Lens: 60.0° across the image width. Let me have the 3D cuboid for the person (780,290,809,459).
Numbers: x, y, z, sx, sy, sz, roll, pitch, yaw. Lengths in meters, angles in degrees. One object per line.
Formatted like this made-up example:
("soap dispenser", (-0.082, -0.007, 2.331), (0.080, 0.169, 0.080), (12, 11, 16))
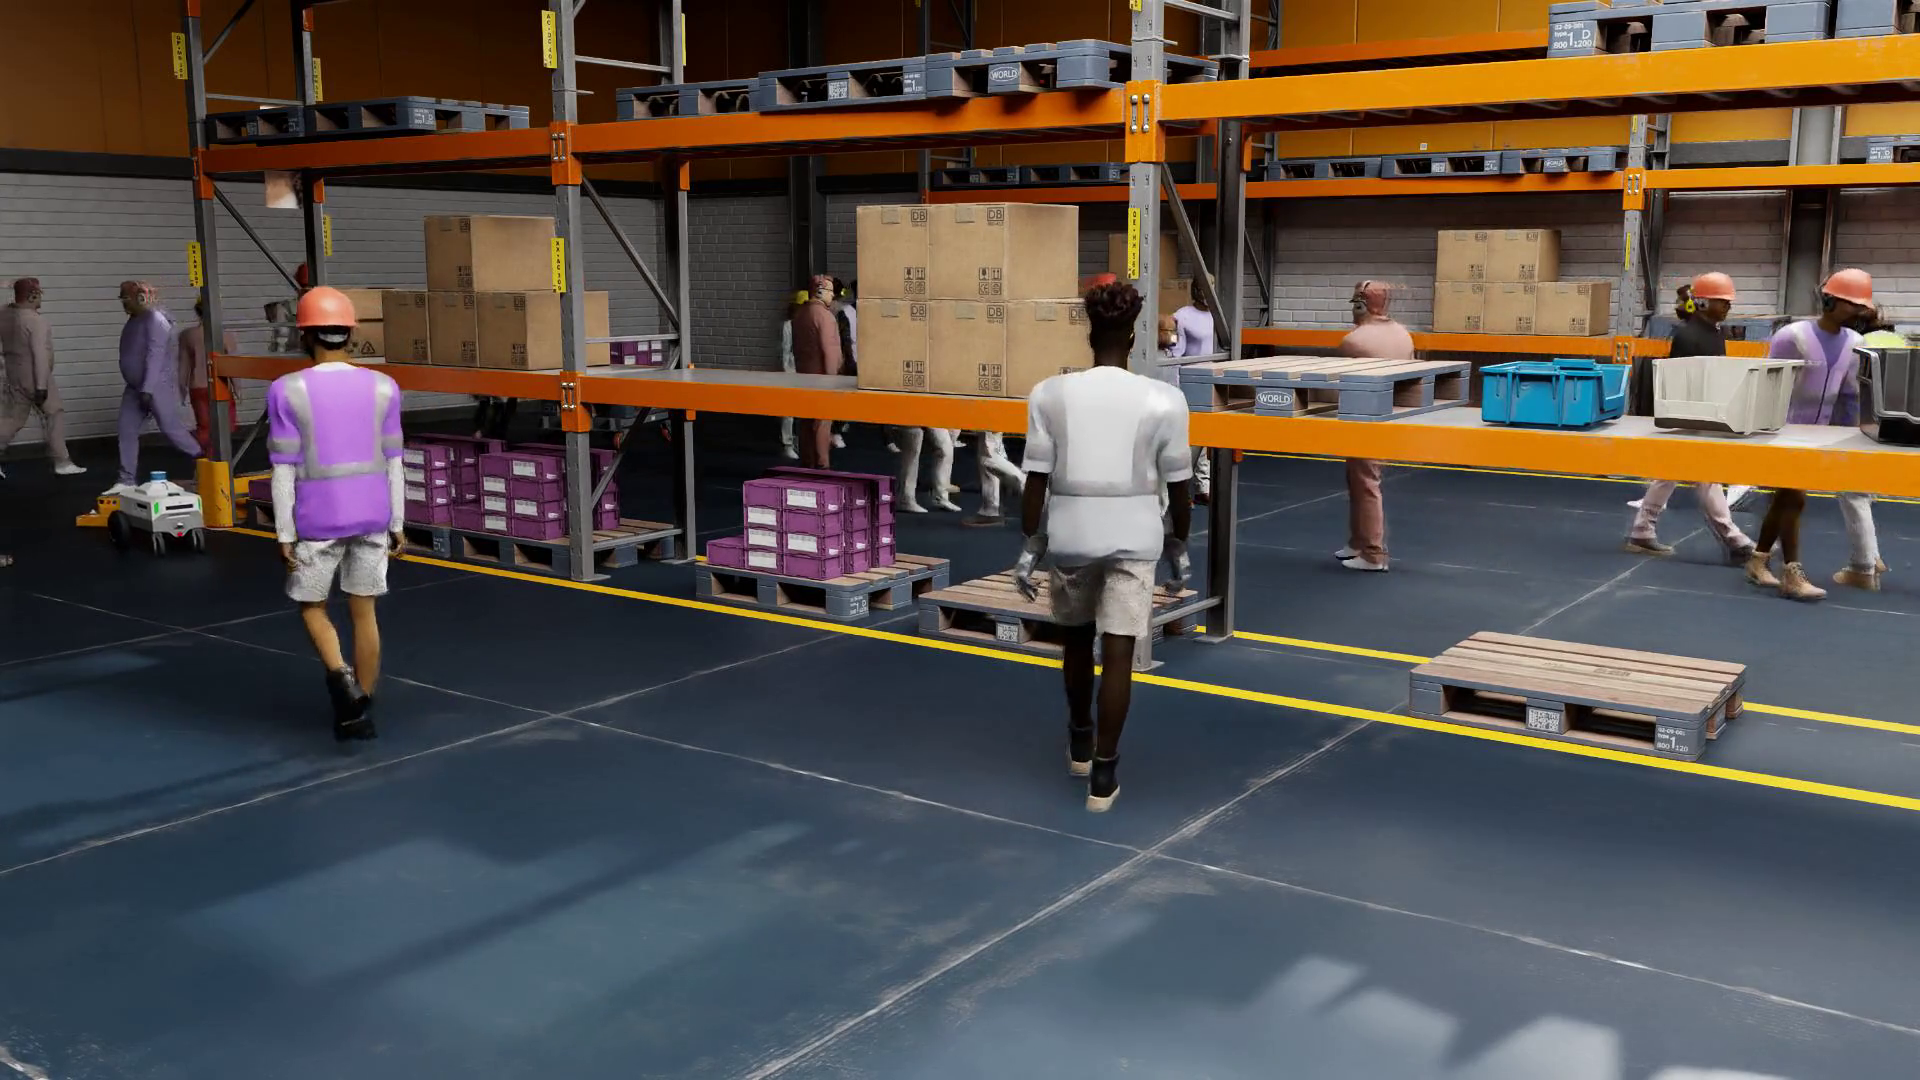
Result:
("person", (-1.652, -1.681, 16.972), (0.409, 1.724, 0.513), (8, 12, 39))

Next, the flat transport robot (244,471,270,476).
("flat transport robot", (-5.597, -0.523, 14.414), (0.652, 0.197, 1.431), (4, 10, 20))

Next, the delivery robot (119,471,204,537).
("delivery robot", (-5.567, -0.236, 11.583), (0.707, 0.478, 0.477), (9, 13, 44))

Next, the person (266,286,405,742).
("person", (-2.551, -0.081, 6.890), (0.554, 1.924, 0.555), (-7, 12, -34))

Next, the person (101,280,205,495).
("person", (-7.081, -1.348, 14.637), (0.637, 1.872, 0.951), (7, 12, 35))

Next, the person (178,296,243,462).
("person", (-6.743, -1.347, 14.913), (0.578, 1.747, 0.499), (0, 10, -1))

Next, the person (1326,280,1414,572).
("person", (2.589, -0.748, 10.925), (0.673, 1.887, 0.657), (-8, 13, -41))

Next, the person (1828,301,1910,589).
("person", (5.553, -0.599, 10.294), (0.679, 1.810, 0.486), (-5, 11, -28))

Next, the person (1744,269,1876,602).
("person", (5.087, -0.628, 9.995), (0.645, 1.967, 0.913), (-3, 10, -16))

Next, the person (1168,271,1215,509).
("person", (1.960, -1.218, 13.595), (0.632, 1.938, 0.359), (-6, 11, -30))

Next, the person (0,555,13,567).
("person", (-6.800, -0.712, 10.867), (0.887, 1.854, 0.568), (-3, 10, -16))

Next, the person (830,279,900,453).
("person", (-1.042, -1.869, 17.752), (0.576, 1.846, 0.997), (-6, 11, -34))

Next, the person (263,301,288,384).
("person", (-6.716, -1.554, 16.521), (0.366, 1.623, 0.523), (-3, 10, -19))

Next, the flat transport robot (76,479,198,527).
("flat transport robot", (-6.197, -0.300, 13.088), (0.652, 0.197, 1.431), (1, 10, 8))

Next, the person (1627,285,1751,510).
("person", (5.956, -1.134, 13.443), (0.852, 1.832, 0.524), (5, 11, 29))

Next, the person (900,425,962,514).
("person", (-0.225, -0.997, 13.207), (0.626, 1.612, 0.535), (4, 10, 23))

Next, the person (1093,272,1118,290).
("person", (1.430, -1.825, 17.329), (0.499, 1.906, 0.552), (7, 12, 37))

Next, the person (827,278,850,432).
("person", (-1.454, -2.132, 19.427), (0.594, 1.806, 0.931), (1, 10, 4))

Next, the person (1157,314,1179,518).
("person", (1.599, -0.950, 12.980), (0.583, 1.611, 0.501), (3, 10, 19))

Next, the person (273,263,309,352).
("person", (-6.137, -1.602, 15.676), (0.686, 2.011, 0.626), (-9, 13, -44))

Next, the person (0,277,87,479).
("person", (-8.717, -1.502, 15.487), (0.639, 1.879, 0.891), (4, 10, 24))

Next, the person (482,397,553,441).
("person", (-4.869, -2.009, 18.455), (0.969, 1.881, 0.556), (-9, 13, -44))

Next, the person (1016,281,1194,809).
("person", (0.569, -0.006, 6.359), (0.642, 1.937, 0.823), (2, 10, 12))

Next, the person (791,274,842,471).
("person", (-1.267, -1.445, 15.066), (0.399, 1.902, 0.642), (-6, 11, -31))

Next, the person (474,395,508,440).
("person", (-4.877, -1.718, 17.341), (0.547, 1.680, 0.370), (1, 10, 8))

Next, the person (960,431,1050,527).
("person", (0.328, -1.000, 12.508), (0.597, 1.865, 0.591), (1, 10, 4))

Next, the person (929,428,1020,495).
("person", (0.128, -1.261, 14.320), (0.971, 1.780, 0.640), (6, 11, 31))

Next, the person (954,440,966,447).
("person", (-0.117, -1.969, 18.129), (0.392, 1.922, 0.603), (-2, 10, -9))

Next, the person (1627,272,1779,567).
("person", (5.005, -0.806, 11.133), (1.030, 1.932, 0.638), (8, 13, 41))
